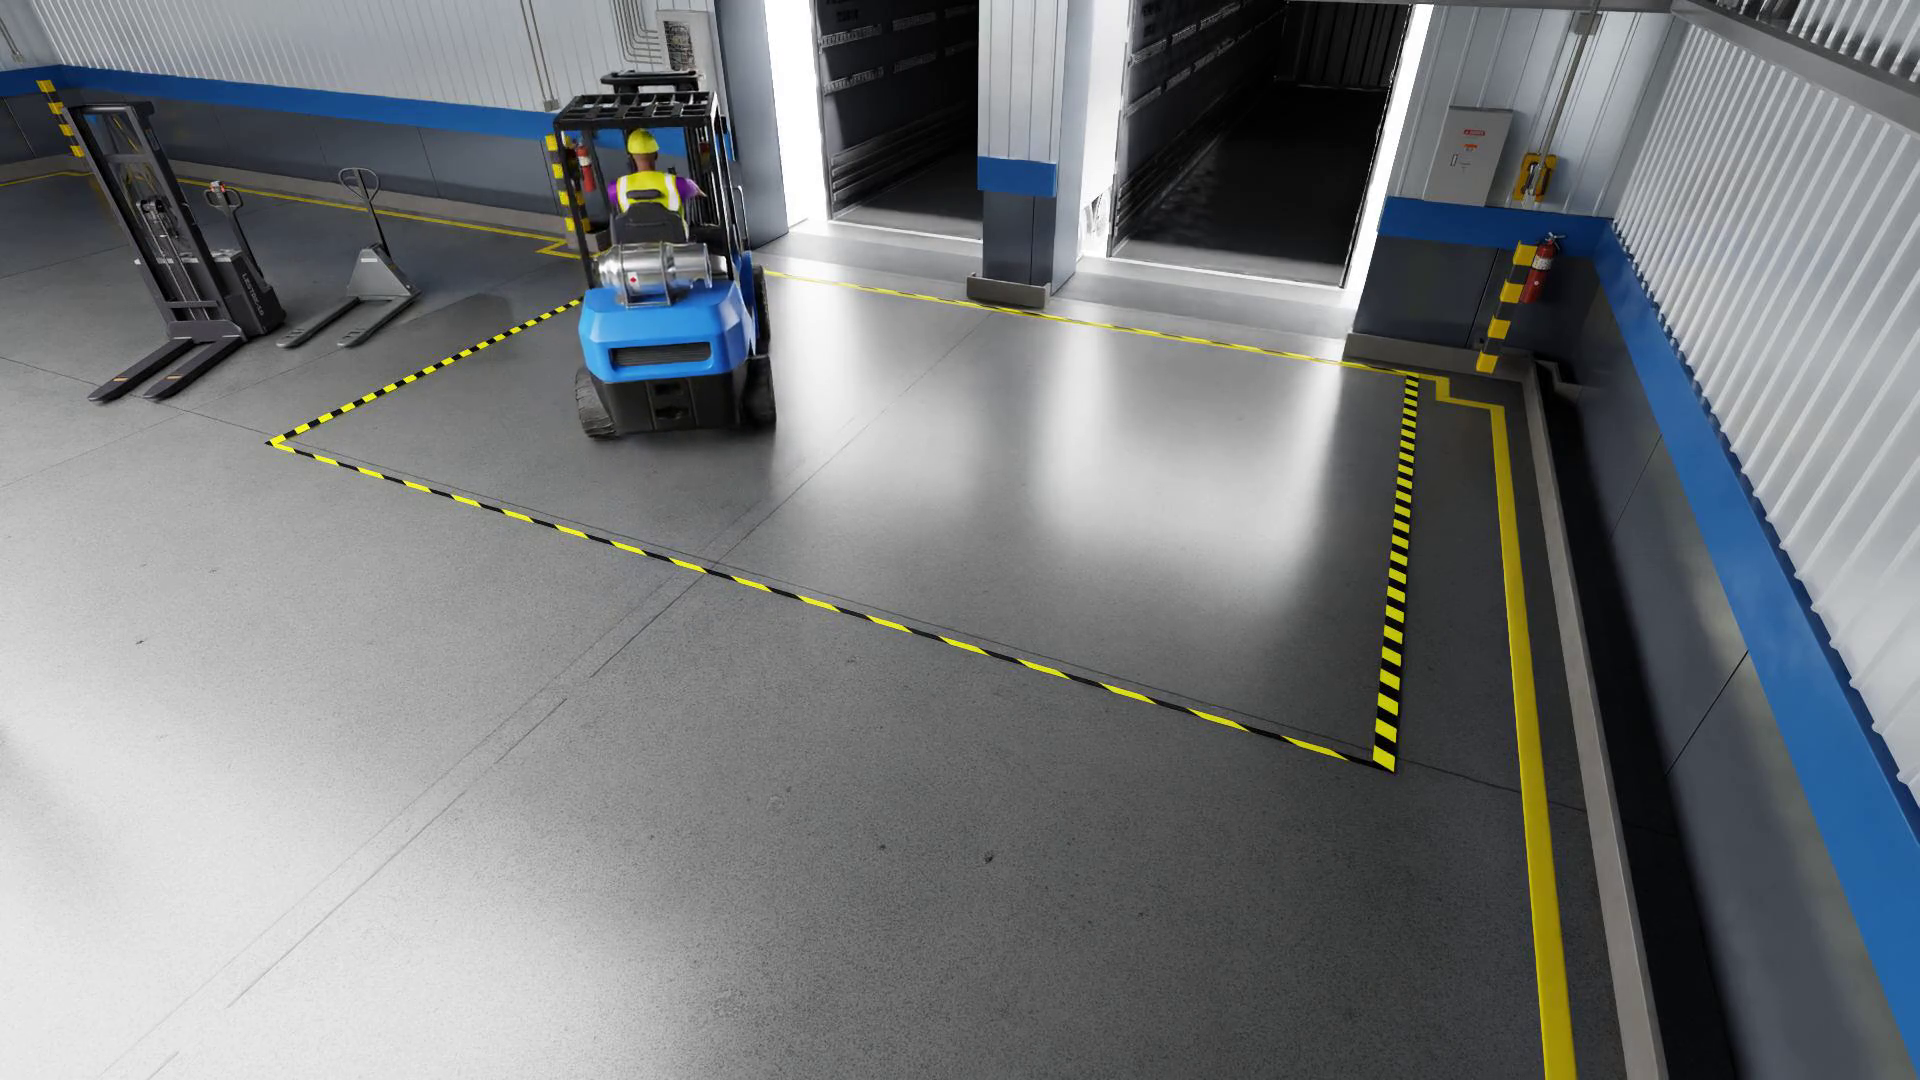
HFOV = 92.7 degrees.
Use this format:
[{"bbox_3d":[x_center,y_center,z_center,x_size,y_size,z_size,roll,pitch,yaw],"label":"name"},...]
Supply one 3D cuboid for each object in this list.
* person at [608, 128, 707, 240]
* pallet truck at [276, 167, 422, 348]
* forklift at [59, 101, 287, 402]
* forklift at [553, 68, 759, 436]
[{"bbox_3d":[-2.239,-2.480,6.931,0.635,1.294,1.004,-6,35,-8],"label":"person"},{"bbox_3d":[-5.732,-2.611,8.414,0.680,1.201,1.601,-1,35,-1],"label":"pallet truck"},{"bbox_3d":[-6.686,-2.387,7.434,0.823,1.965,1.885,-3,35,-5],"label":"forklift"},{"bbox_3d":[-2.236,-2.293,6.989,1.157,2.036,2.680,-6,35,-8],"label":"forklift"}]
